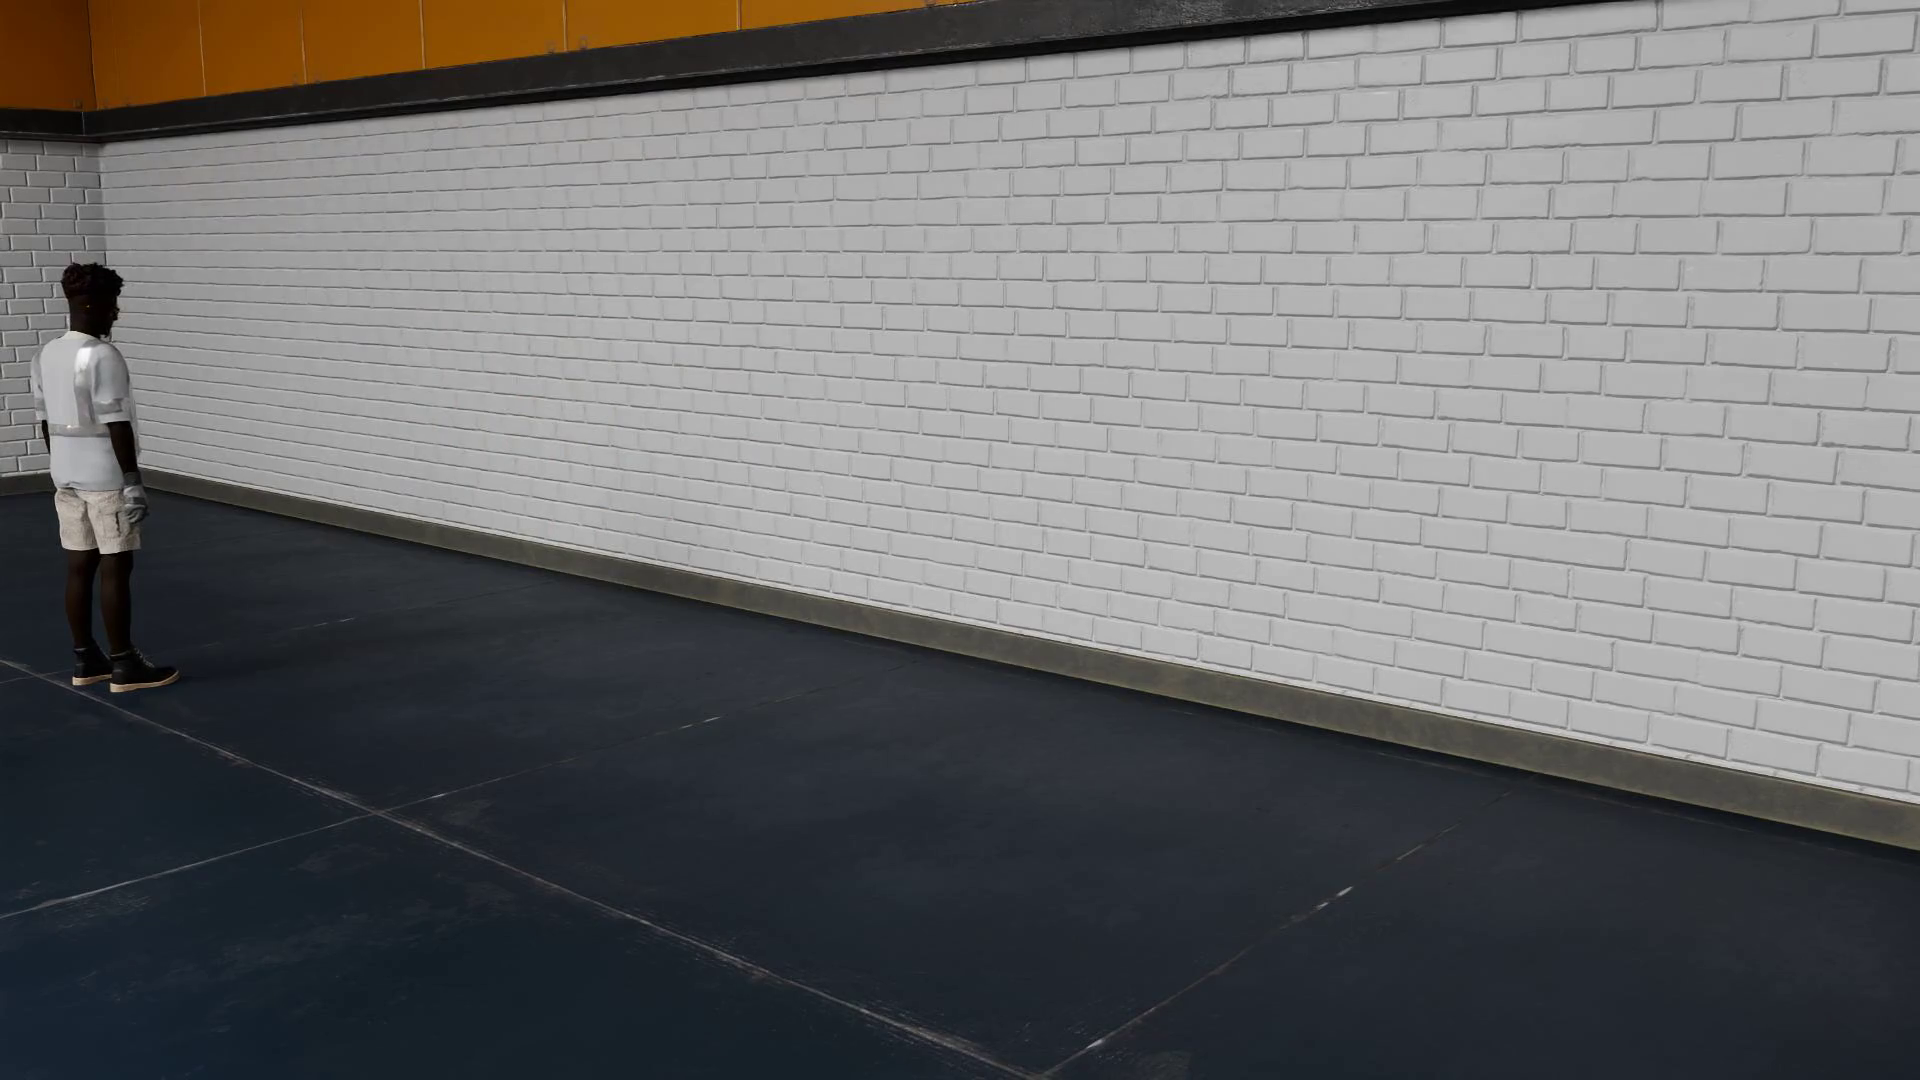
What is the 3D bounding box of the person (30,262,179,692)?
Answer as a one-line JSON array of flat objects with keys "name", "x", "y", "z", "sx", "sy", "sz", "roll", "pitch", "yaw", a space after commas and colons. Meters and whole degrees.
[{"name": "person", "x": -3.941, "y": -0.284, "z": 7.627, "sx": 0.600, "sy": 1.959, "sz": 0.383, "roll": 6, "pitch": 12, "yaw": 31}]
